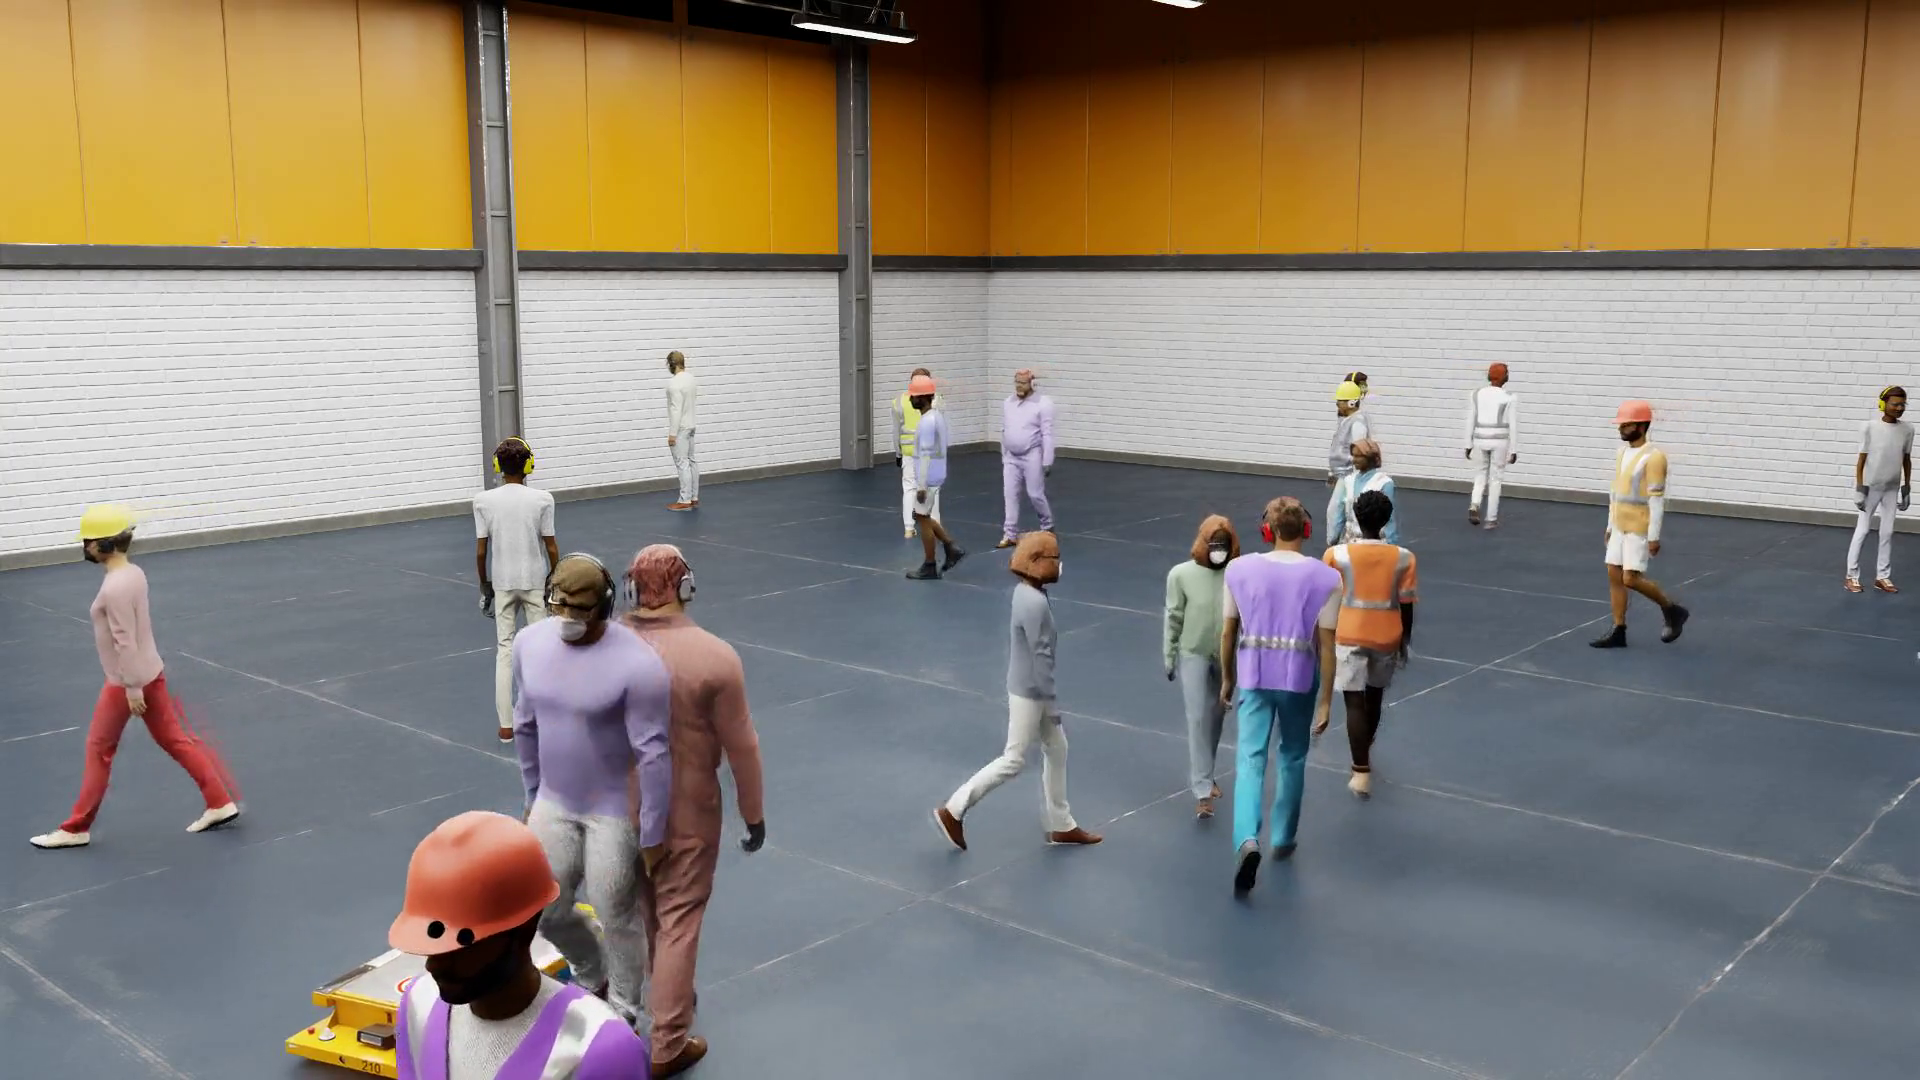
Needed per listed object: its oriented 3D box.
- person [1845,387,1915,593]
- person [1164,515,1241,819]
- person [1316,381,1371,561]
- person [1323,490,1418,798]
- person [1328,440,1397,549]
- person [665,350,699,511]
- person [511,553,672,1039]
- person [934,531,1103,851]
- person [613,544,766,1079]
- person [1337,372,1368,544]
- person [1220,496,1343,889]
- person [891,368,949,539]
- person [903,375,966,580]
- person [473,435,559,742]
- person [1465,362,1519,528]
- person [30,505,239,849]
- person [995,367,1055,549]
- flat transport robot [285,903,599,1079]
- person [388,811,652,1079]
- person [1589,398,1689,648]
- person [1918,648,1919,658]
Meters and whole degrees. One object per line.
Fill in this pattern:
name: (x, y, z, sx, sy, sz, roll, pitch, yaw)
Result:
person: (8.233, -0.444, 14.844, 0.509, 1.858, 0.354, 0, 9, 1)
person: (1.346, 0.655, 8.732, 0.518, 1.578, 0.865, 0, 9, -2)
person: (3.668, -0.634, 16.148, 0.632, 1.808, 0.612, 2, 9, 10)
person: (2.239, 0.540, 9.281, 0.536, 1.648, 0.867, 0, 9, -3)
person: (2.953, 0.054, 12.467, 0.810, 1.598, 0.549, -4, 10, -23)
person: (-3.358, -1.315, 20.053, 0.353, 1.930, 0.635, 2, 9, 12)
person: (-1.288, 0.964, 5.838, 0.651, 1.908, 0.502, 4, 10, 22)
person: (0.287, 0.743, 8.153, 0.781, 1.606, 0.493, 0, 9, 2)
person: (-1.018, 0.940, 6.070, 0.685, 1.870, 0.807, 2, 9, 15)
person: (3.943, -0.758, 16.754, 0.324, 1.870, 0.520, 3, 9, 17)
person: (1.481, 0.704, 7.797, 0.576, 1.804, 0.862, 3, 9, 17)
person: (-0.413, -0.930, 17.921, 0.621, 1.845, 0.429, 3, 9, 17)
person: (-0.275, -0.574, 15.441, 0.497, 1.918, 0.568, 1, 9, 8)
person: (-2.669, 0.301, 10.105, 0.512, 1.872, 0.328, -1, 9, -5)
person: (5.934, -1.046, 18.555, 0.608, 1.870, 0.450, 8, 12, 42)
person: (-4.124, 0.671, 8.282, 0.946, 1.715, 0.532, -2, 9, -12)
person: (0.700, -0.866, 17.389, 0.658, 1.890, 0.750, 7, 11, 36)
flat transport robot: (-1.841, 1.676, 6.473, 0.652, 0.197, 1.431, 4, 10, 23)
person: (-0.852, 1.413, 2.975, 0.560, 1.908, 0.747, 7, 11, 36)
person: (5.146, -0.114, 12.563, 0.619, 1.917, 0.550, -1, 9, -9)
person: (7.161, 0.016, 11.844, 0.391, 1.872, 0.666, 0, 9, 1)
